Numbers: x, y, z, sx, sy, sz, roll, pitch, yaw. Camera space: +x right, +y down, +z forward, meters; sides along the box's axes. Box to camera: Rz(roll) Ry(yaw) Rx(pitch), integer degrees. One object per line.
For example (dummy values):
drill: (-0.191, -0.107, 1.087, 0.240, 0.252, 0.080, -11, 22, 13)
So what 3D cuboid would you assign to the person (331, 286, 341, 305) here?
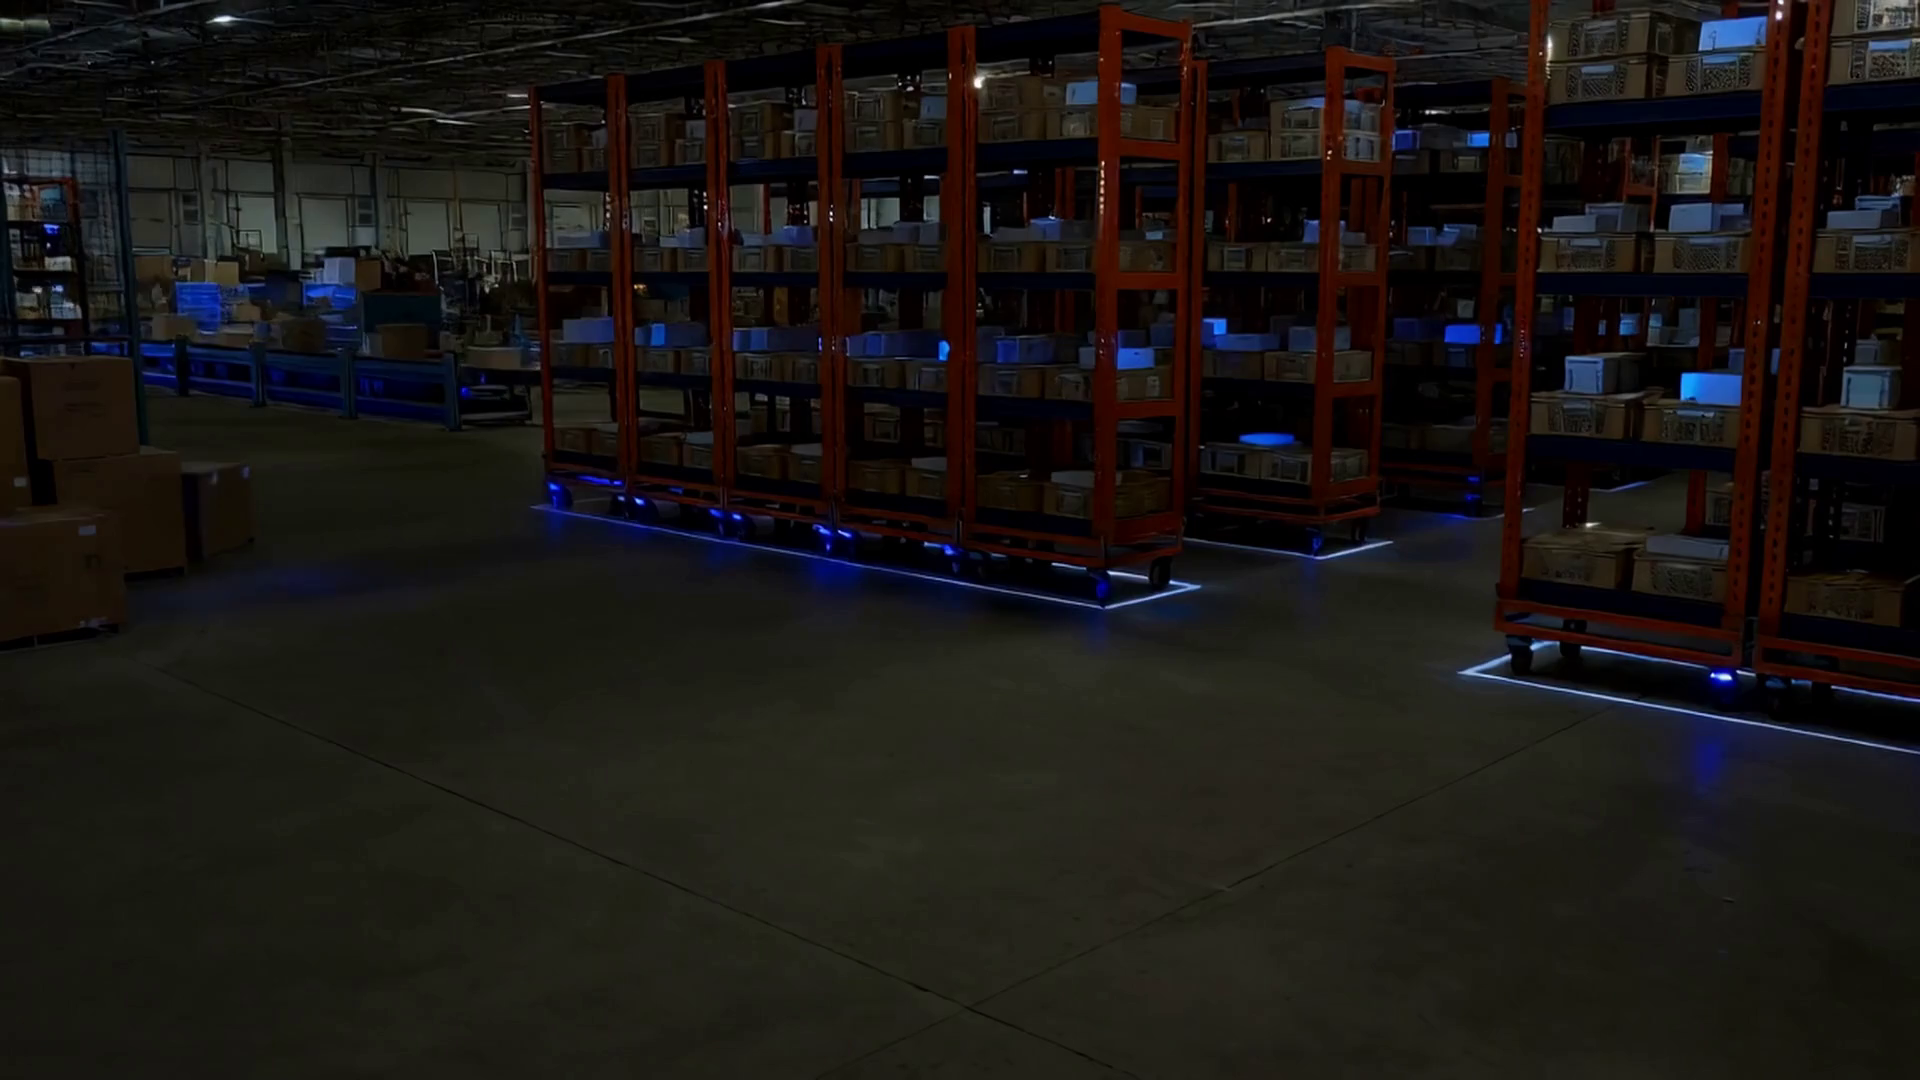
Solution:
person: (-19.586, -7.421, 52.325, 0.378, 1.936, 0.548, -3, 10, -20)

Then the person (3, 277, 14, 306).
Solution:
person: (-46.349, -12.093, 81.159, 0.972, 1.885, 0.603, -3, 10, -17)

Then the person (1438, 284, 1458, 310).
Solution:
person: (8.625, -3.646, 29.590, 0.574, 1.814, 0.754, 7, 12, 38)

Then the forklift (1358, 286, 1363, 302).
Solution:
forklift: (11.100, -7.017, 46.970, 1.873, 2.768, 1.129, 9, 13, 43)

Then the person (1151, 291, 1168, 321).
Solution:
person: (2.600, -2.272, 21.230, 0.918, 1.777, 0.599, -7, 11, -35)

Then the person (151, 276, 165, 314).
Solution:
person: (-23.172, -6.722, 48.289, 0.605, 1.850, 0.808, 9, 13, 43)

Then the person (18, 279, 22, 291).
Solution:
person: (-40.536, -10.474, 71.787, 0.318, 1.697, 0.534, 6, 11, 32)

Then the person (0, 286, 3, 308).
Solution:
person: (-44.053, -11.237, 76.269, 0.560, 1.747, 0.506, 7, 12, 37)

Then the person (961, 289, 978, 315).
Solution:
person: (0.110, -2.305, 20.831, 0.675, 1.974, 0.643, -7, 12, -37)

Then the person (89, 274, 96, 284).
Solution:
person: (-34.573, -9.673, 66.396, 0.387, 1.858, 0.538, -7, 12, -37)

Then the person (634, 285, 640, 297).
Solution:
person: (-17.605, -13.537, 90.108, 0.516, 1.843, 0.327, -1, 9, -6)

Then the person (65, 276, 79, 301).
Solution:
person: (-29.232, -7.821, 54.464, 0.945, 2.000, 0.677, -6, 11, -31)

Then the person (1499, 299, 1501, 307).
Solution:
person: (9.146, -3.521, 28.687, 1.026, 1.845, 0.653, -9, 13, -44)

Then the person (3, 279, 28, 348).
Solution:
person: (-20.876, -4.841, 36.769, 0.537, 1.853, 0.445, -1, 9, -4)
